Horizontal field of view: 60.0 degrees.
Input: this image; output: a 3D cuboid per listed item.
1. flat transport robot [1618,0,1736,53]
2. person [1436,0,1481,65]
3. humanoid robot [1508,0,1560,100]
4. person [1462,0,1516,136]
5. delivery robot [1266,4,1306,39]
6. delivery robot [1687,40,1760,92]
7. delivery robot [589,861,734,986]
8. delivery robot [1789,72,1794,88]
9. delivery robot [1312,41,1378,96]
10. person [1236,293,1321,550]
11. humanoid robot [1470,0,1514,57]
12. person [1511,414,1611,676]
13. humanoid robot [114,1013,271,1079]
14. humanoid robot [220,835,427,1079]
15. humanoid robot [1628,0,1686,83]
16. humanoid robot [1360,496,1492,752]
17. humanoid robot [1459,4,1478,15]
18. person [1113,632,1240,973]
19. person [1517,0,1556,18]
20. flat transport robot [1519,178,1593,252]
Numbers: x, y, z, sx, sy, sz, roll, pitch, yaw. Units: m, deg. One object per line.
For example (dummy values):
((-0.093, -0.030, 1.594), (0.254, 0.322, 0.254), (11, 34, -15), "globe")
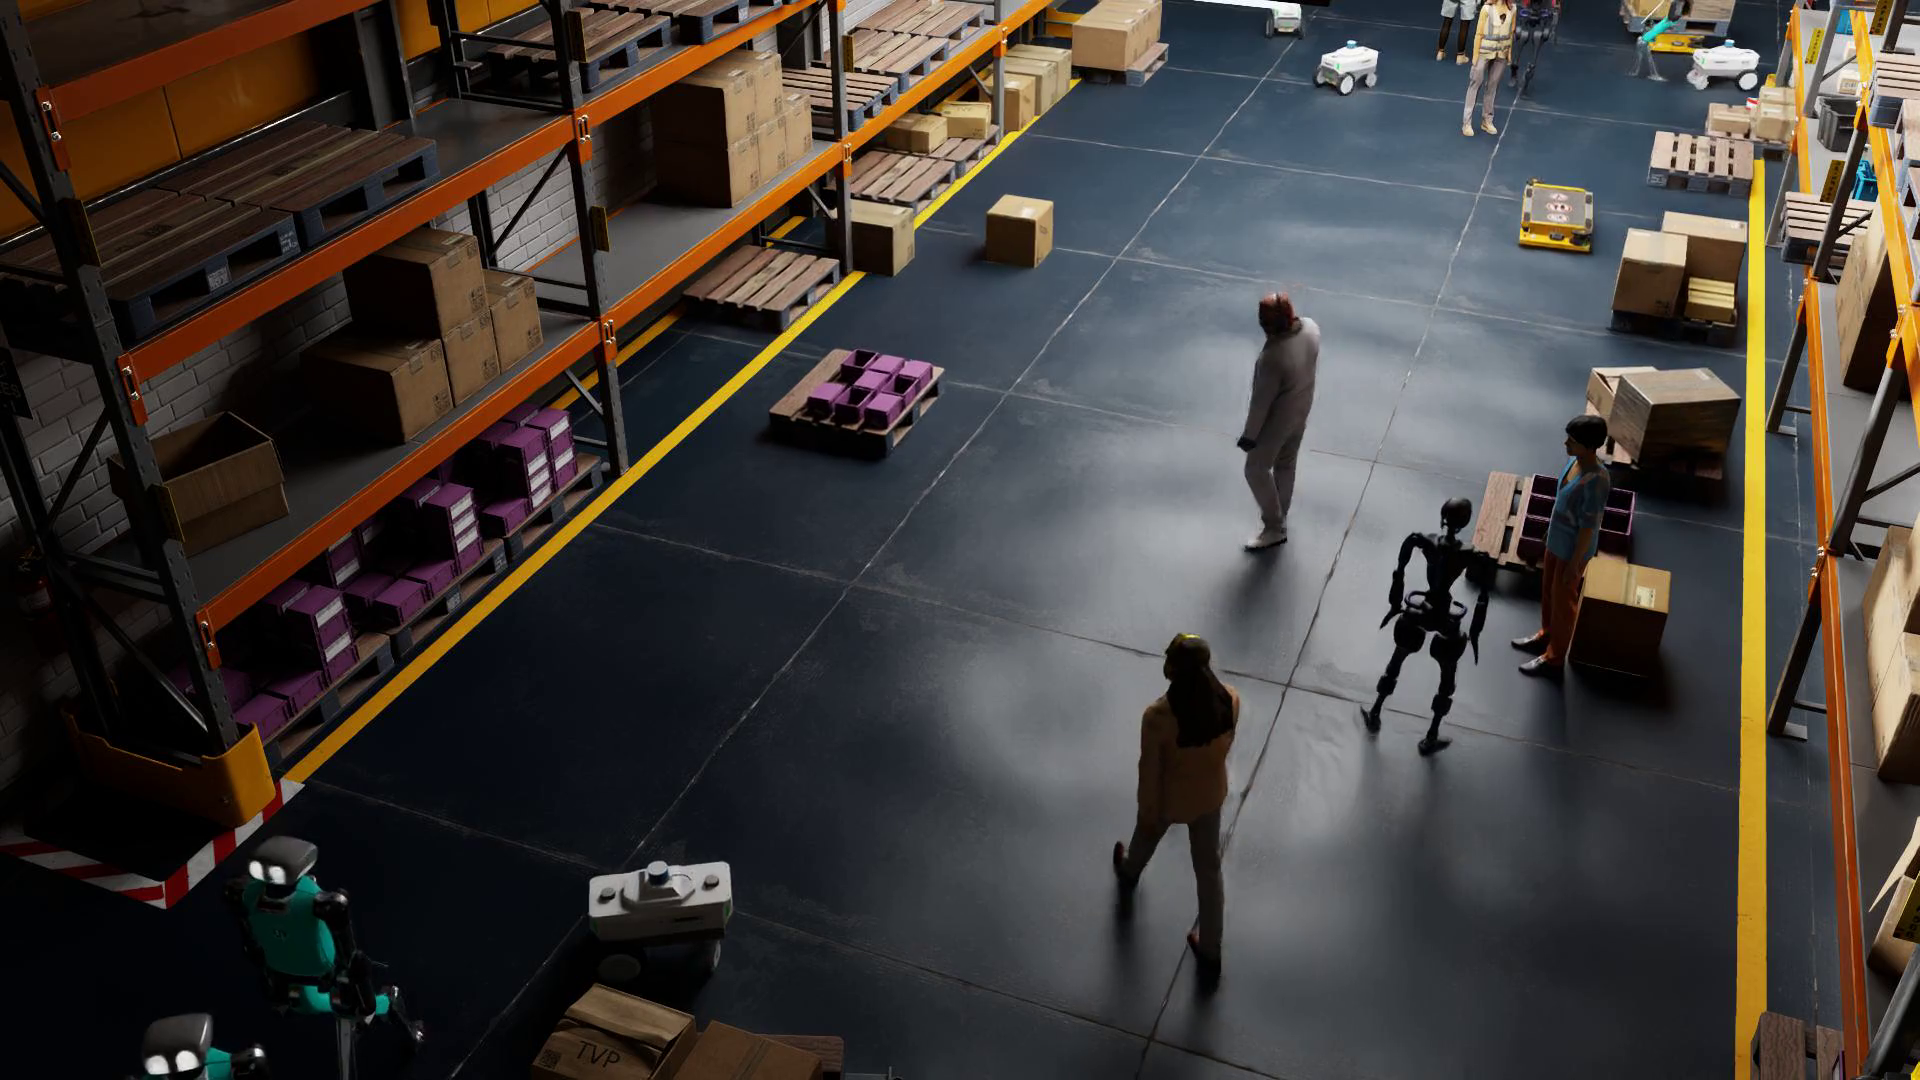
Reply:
((9.384, -6.738, 22.019), (0.659, 0.231, 1.431), (6, 33, 9), "flat transport robot")
((6.303, -6.839, 20.867), (0.534, 1.693, 0.321), (22, 39, 31), "person")
((6.814, -6.102, 19.748), (0.590, 1.645, 0.477), (8, 34, 12), "humanoid robot")
((5.942, -5.416, 18.581), (0.462, 1.781, 0.305), (-7, 34, -11), "person")
((4.343, -7.037, 22.190), (0.499, 0.563, 0.738), (2, 33, 3), "delivery robot")
((9.347, -5.794, 20.293), (0.774, 0.592, 0.499), (1, 33, 1), "delivery robot")
((-1.519, 1.879, 8.411), (0.744, 0.584, 0.513), (-5, 33, -8), "delivery robot")
((10.551, -5.741, 20.221), (0.801, 0.602, 0.499), (16, 36, 23), "delivery robot")
((4.723, -5.763, 20.245), (0.797, 0.593, 0.499), (-20, 38, -27), "delivery robot")
((2.196, -0.842, 11.421), (0.447, 1.877, 0.723), (26, 41, 34), "person")
((6.793, -6.979, 21.092), (0.609, 1.639, 0.383), (-13, 35, -19), "humanoid robot")
((3.704, 0.027, 10.179), (0.339, 1.759, 0.499), (1, 33, 2), "person")
((-2.903, 2.422, 6.599), (0.556, 1.898, 0.754), (-13, 35, -19), "humanoid robot")
((-2.721, 1.862, 7.425), (0.557, 1.839, 0.869), (5, 33, 7), "humanoid robot")
((8.531, -6.444, 20.252), (0.799, 1.822, 0.550), (13, 35, 19), "humanoid robot")
((2.717, 0.468, 9.575), (0.604, 1.640, 0.316), (18, 37, 25), "humanoid robot")
((7.008, -8.117, 22.775), (0.732, 1.752, 0.590), (-23, 39, -31), "humanoid robot")
((1.113, 1.224, 8.277), (0.563, 1.824, 1.007), (-10, 34, -14), "person")
((8.056, -8.052, 22.710), (0.524, 1.726, 0.828), (-5, 33, -7), "person")
((5.963, -3.253, 16.626), (0.659, 0.231, 1.431), (10, 34, 15), "flat transport robot")
